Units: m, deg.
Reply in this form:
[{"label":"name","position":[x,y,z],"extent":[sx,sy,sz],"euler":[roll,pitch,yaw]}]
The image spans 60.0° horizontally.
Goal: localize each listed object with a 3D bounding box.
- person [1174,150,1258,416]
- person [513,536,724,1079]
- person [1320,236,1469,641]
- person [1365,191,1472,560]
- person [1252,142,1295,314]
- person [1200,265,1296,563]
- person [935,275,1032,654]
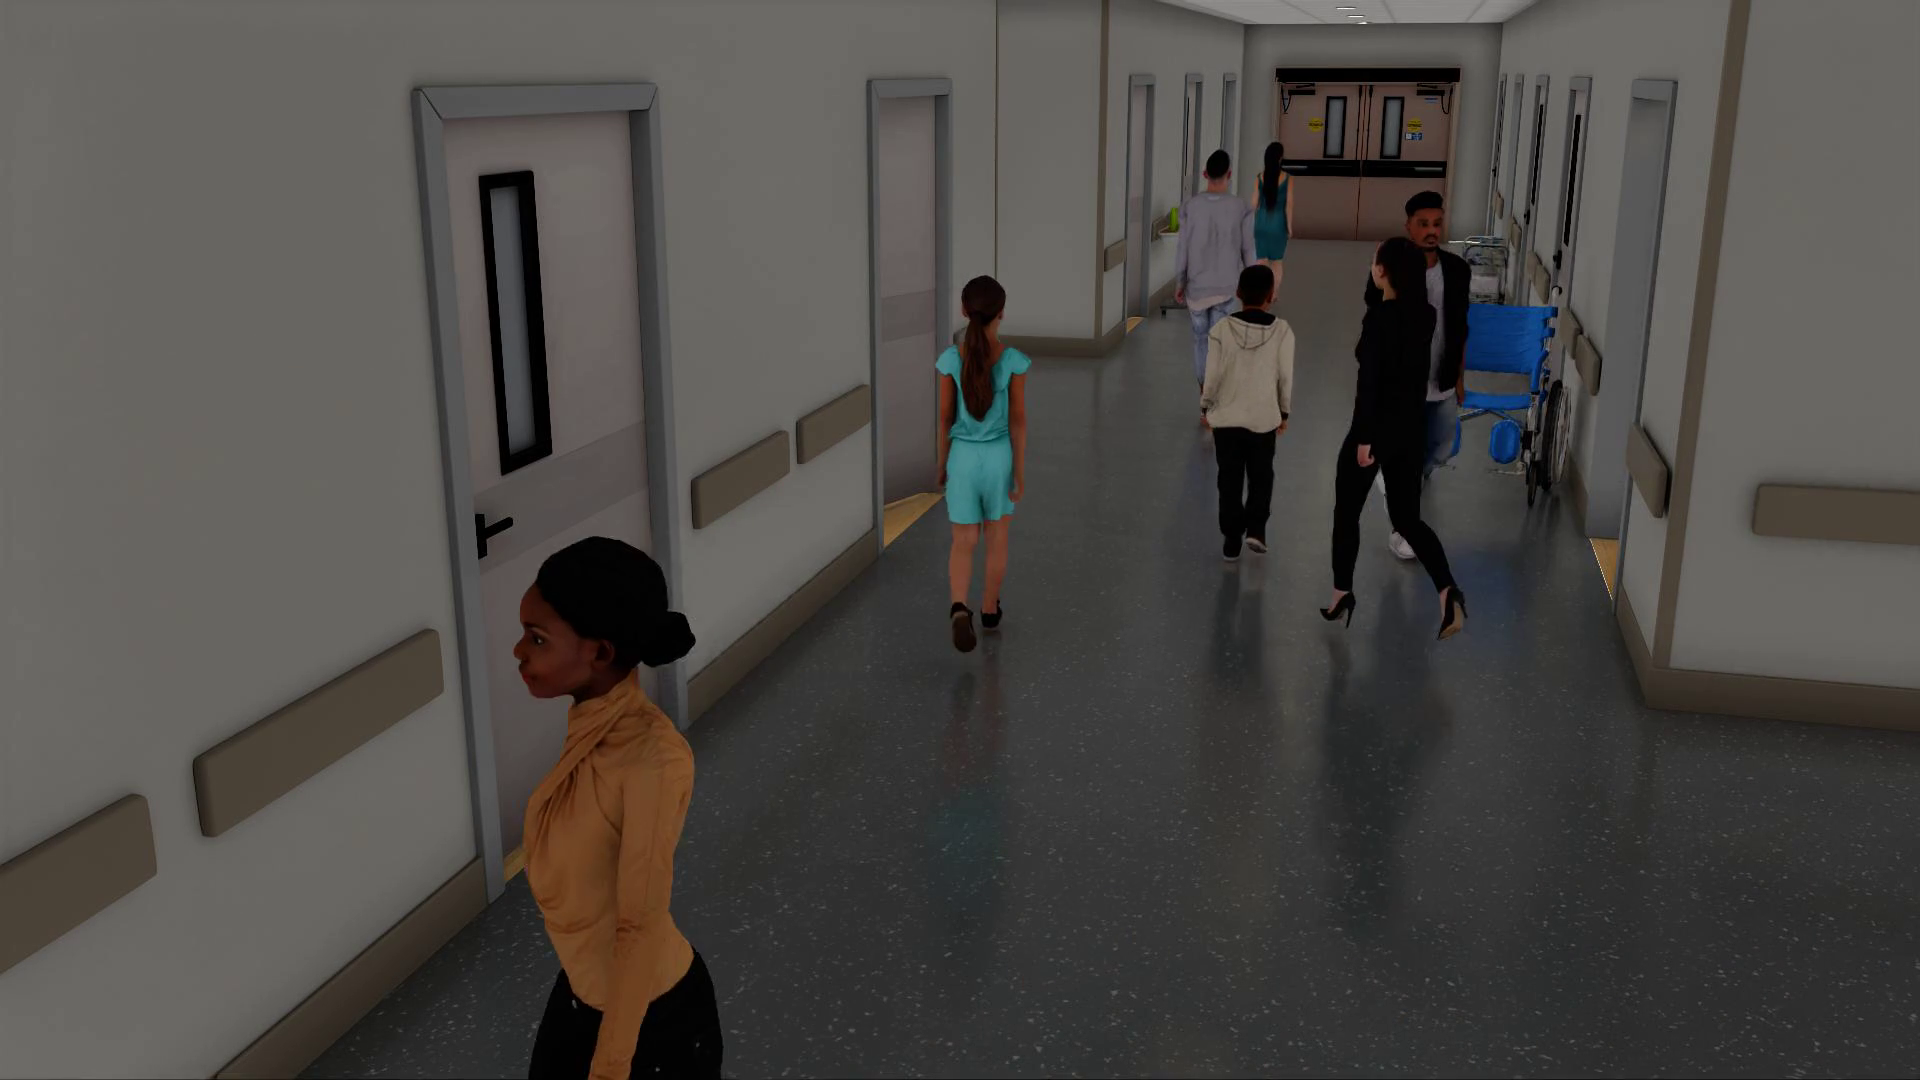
[{"label":"person","position":[1.731,-1.702,11.359],"extent":[0.728,1.795,1.165],"euler":[4,16,13]},{"label":"person","position":[-0.473,0.787,2.830],"extent":[1.107,1.633,1.040],"euler":[-9,18,-29]},{"label":"person","position":[1.817,-0.367,6.829],"extent":[1.028,1.683,1.070],"euler":[-9,18,-30]},{"label":"person","position":[2.234,-0.833,8.290],"extent":[0.917,1.787,1.029],"euler":[-3,16,-11]},{"label":"person","position":[3.034,-3.015,16.306],"extent":[0.572,1.638,0.991],"euler":[4,16,14]},{"label":"person","position":[1.384,-0.587,8.056],"extent":[0.618,1.440,0.577],"euler":[2,16,7]},{"label":"person","position":[0.081,-0.293,6.830],"extent":[0.629,1.539,1.005],"euler":[2,16,7]}]
